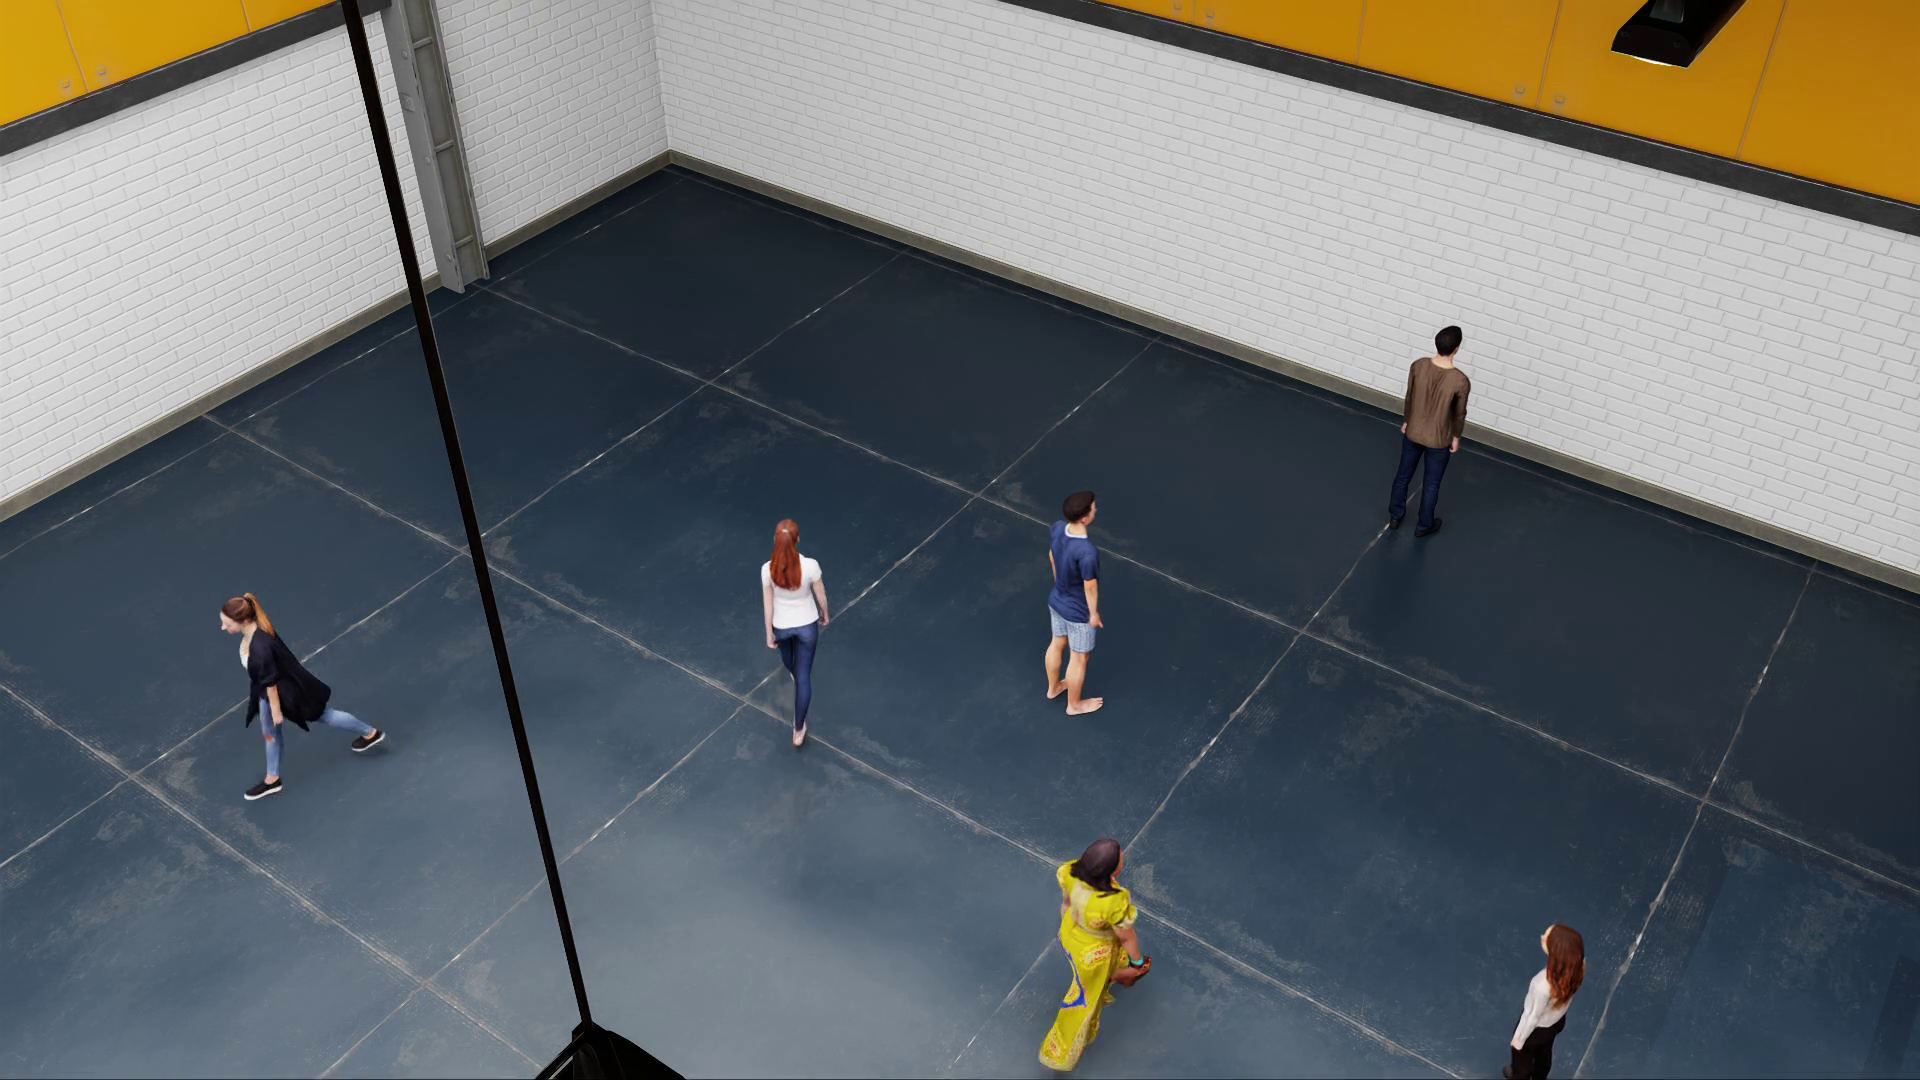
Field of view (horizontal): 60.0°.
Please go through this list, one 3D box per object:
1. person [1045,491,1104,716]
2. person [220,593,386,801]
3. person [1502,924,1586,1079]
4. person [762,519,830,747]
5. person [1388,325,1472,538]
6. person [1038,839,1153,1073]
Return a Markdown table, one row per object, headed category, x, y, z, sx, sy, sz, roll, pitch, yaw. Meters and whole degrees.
| category | x | y | z | sx | sy | sz | roll | pitch | yaw |
| --- | --- | --- | --- | --- | --- | --- | --- | --- | --- |
| person | 0.778 | 0.433 | 11.487 | 0.690 | 1.849 | 0.698 | -21 | 43 | -25 |
| person | -4.357 | 0.964 | 11.007 | 1.273 | 1.619 | 0.909 | -21 | 43 | -24 |
| person | 3.175 | 2.614 | 9.050 | 0.504 | 1.481 | 0.655 | -26 | 45 | -29 |
| person | -1.126 | 0.668 | 11.322 | 1.034 | 1.688 | 1.169 | -2 | 39 | -3 |
| person | 3.685 | -0.852 | 13.065 | 0.646 | 1.887 | 0.549 | 25 | 45 | 28 |
| person | 0.682 | 2.328 | 9.306 | 1.310 | 1.608 | 1.012 | -25 | 45 | -28 |
